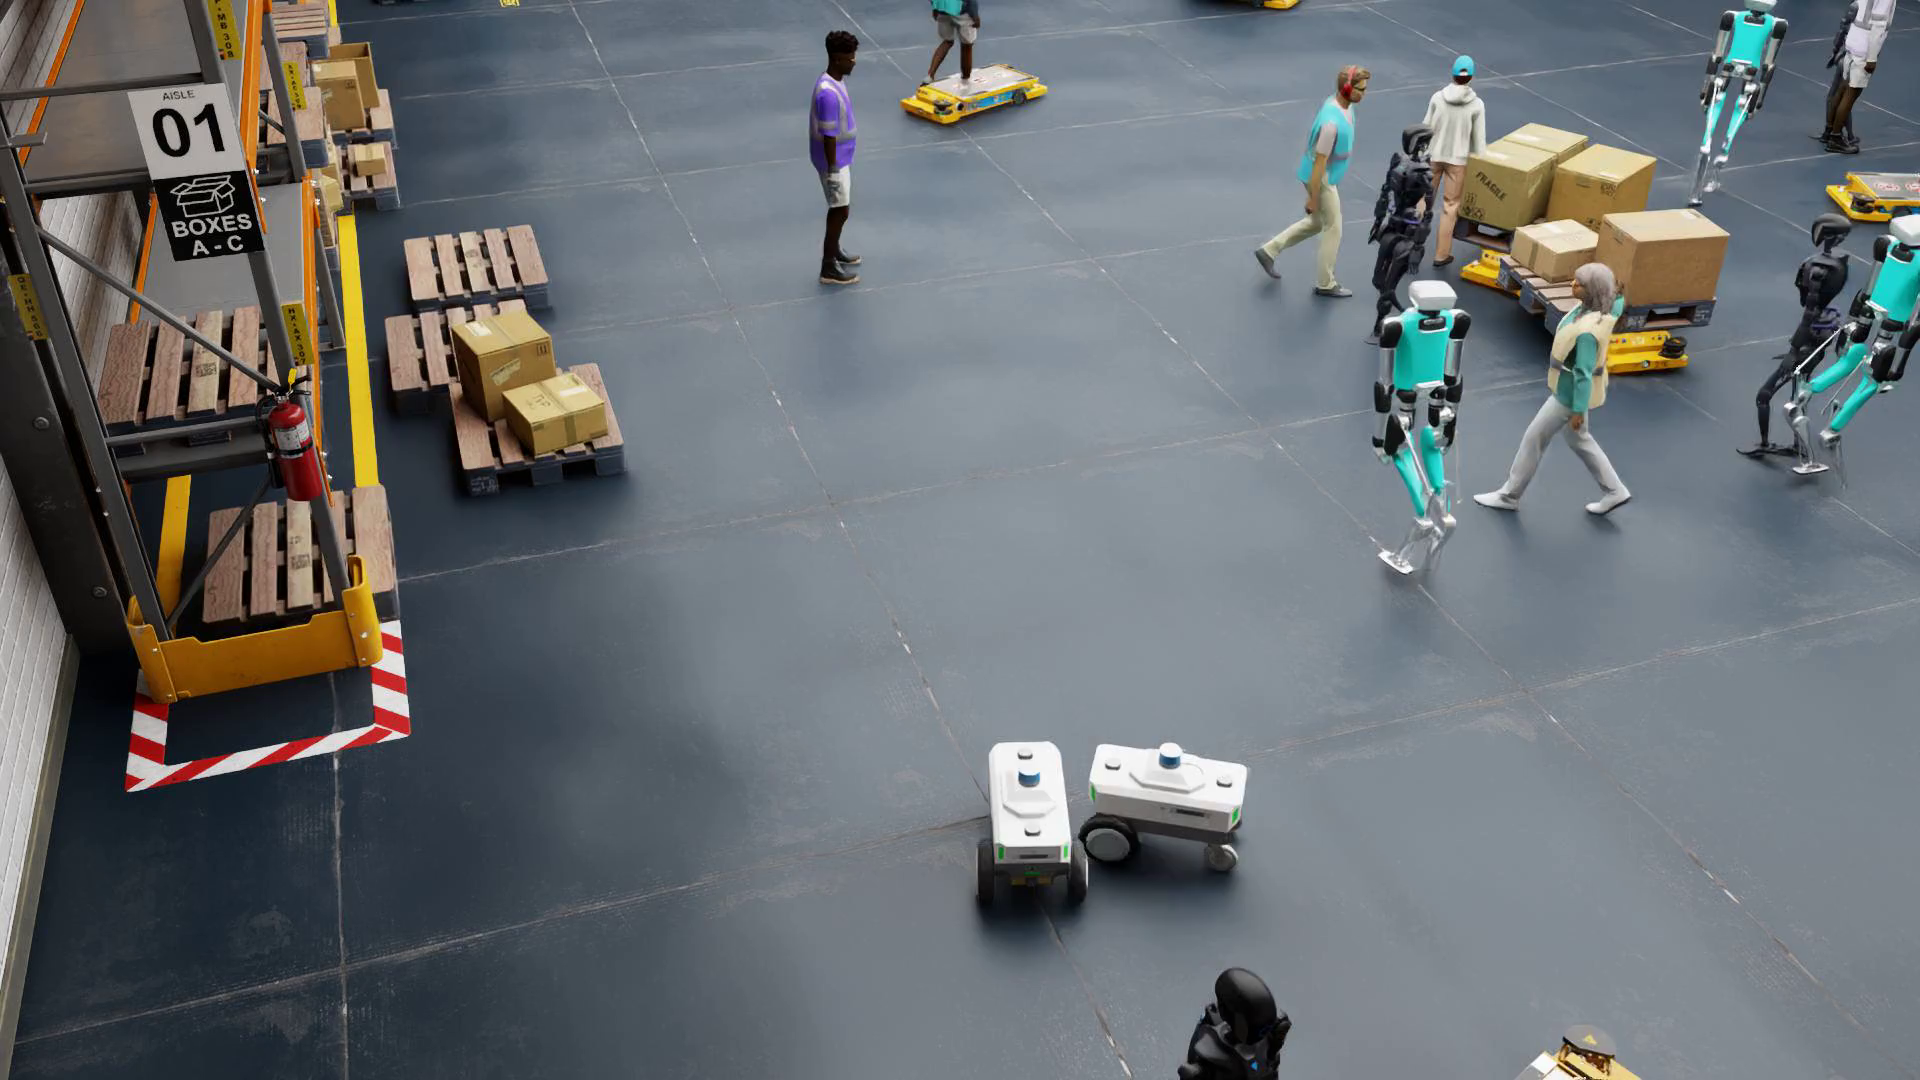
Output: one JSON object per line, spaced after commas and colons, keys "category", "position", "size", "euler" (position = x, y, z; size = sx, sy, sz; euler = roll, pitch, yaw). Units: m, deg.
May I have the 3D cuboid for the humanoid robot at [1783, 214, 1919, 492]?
{"category": "humanoid robot", "position": [5.427, -1.087, 10.212], "size": [0.703, 1.834, 0.531], "euler": [-7, 34, -11]}

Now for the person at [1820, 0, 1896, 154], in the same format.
{"category": "person", "position": [8.352, -4.532, 15.295], "size": [0.383, 1.929, 0.541], "euler": [6, 34, 9]}

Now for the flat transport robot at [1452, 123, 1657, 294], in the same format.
{"category": "flat transport robot", "position": [4.693, -2.320, 13.416], "size": [0.659, 0.231, 1.431], "euler": [27, 41, 34]}

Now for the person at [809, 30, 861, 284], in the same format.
{"category": "person", "position": [-0.950, -2.972, 12.889], "size": [0.413, 1.938, 0.620], "euler": [2, 33, 2]}

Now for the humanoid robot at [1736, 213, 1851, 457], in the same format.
{"category": "humanoid robot", "position": [5.357, -1.284, 10.545], "size": [0.468, 1.639, 0.608], "euler": [19, 38, 27]}

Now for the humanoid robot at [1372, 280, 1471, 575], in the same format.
{"category": "humanoid robot", "position": [2.622, -0.504, 9.309], "size": [0.531, 1.812, 0.731], "euler": [-9, 34, -14]}

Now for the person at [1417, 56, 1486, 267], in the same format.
{"category": "person", "position": [3.881, -2.999, 13.180], "size": [0.532, 1.660, 0.411], "euler": [15, 36, 22]}

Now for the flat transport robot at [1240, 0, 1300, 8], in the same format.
{"category": "flat transport robot", "position": [3.401, -6.657, 20.068], "size": [1.431, 0.231, 0.659], "euler": [17, 37, 24]}

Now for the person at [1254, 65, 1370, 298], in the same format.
{"category": "person", "position": [2.693, -2.740, 12.650], "size": [0.740, 1.808, 0.569], "euler": [9, 34, 14]}

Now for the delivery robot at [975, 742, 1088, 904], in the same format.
{"category": "delivery robot", "position": [0.313, 1.263, 7.631], "size": [0.499, 0.563, 0.738], "euler": [-1, 33, -1]}

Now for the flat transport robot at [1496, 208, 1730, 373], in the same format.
{"category": "flat transport robot", "position": [4.757, -1.656, 12.398], "size": [0.659, 0.231, 1.431], "euler": [-5, 33, -8]}

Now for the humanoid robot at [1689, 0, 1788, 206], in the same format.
{"category": "humanoid robot", "position": [6.566, -3.688, 14.232], "size": [0.540, 1.833, 0.853], "euler": [17, 37, 25]}

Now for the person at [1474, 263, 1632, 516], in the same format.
{"category": "person", "position": [3.682, -0.870, 9.901], "size": [0.852, 1.677, 0.468], "euler": [13, 35, 19]}

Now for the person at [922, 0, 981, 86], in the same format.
{"category": "person", "position": [-0.047, -5.280, 16.441], "size": [0.581, 1.923, 0.675], "euler": [25, 40, 33]}

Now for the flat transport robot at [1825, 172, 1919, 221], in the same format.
{"category": "flat transport robot", "position": [8.351, -2.945, 14.375], "size": [1.431, 0.231, 0.659], "euler": [2, 33, 3]}

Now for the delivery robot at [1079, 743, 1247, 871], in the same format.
{"category": "delivery robot", "position": [0.946, 1.208, 7.752], "size": [0.808, 0.604, 0.499], "euler": [7, 34, 11]}

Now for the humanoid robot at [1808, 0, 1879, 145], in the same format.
{"category": "humanoid robot", "position": [8.346, -4.487, 15.478], "size": [0.402, 1.663, 0.609], "euler": [-4, 33, -6]}

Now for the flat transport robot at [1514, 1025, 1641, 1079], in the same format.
{"category": "flat transport robot", "position": [2.179, 2.402, 6.174], "size": [1.431, 0.231, 0.659], "euler": [-25, 41, -33]}

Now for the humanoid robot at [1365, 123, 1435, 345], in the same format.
{"category": "humanoid robot", "position": [3.202, -2.214, 11.987], "size": [0.487, 1.640, 0.614], "euler": [-11, 35, -17]}

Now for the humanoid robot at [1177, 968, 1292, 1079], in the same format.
{"category": "humanoid robot", "position": [0.814, 1.987, 5.535], "size": [0.603, 1.642, 0.407], "euler": [-22, 39, -30]}

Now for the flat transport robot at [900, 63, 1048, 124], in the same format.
{"category": "flat transport robot", "position": [0.149, -4.514, 16.782], "size": [1.431, 0.231, 0.659], "euler": [-26, 41, -34]}
